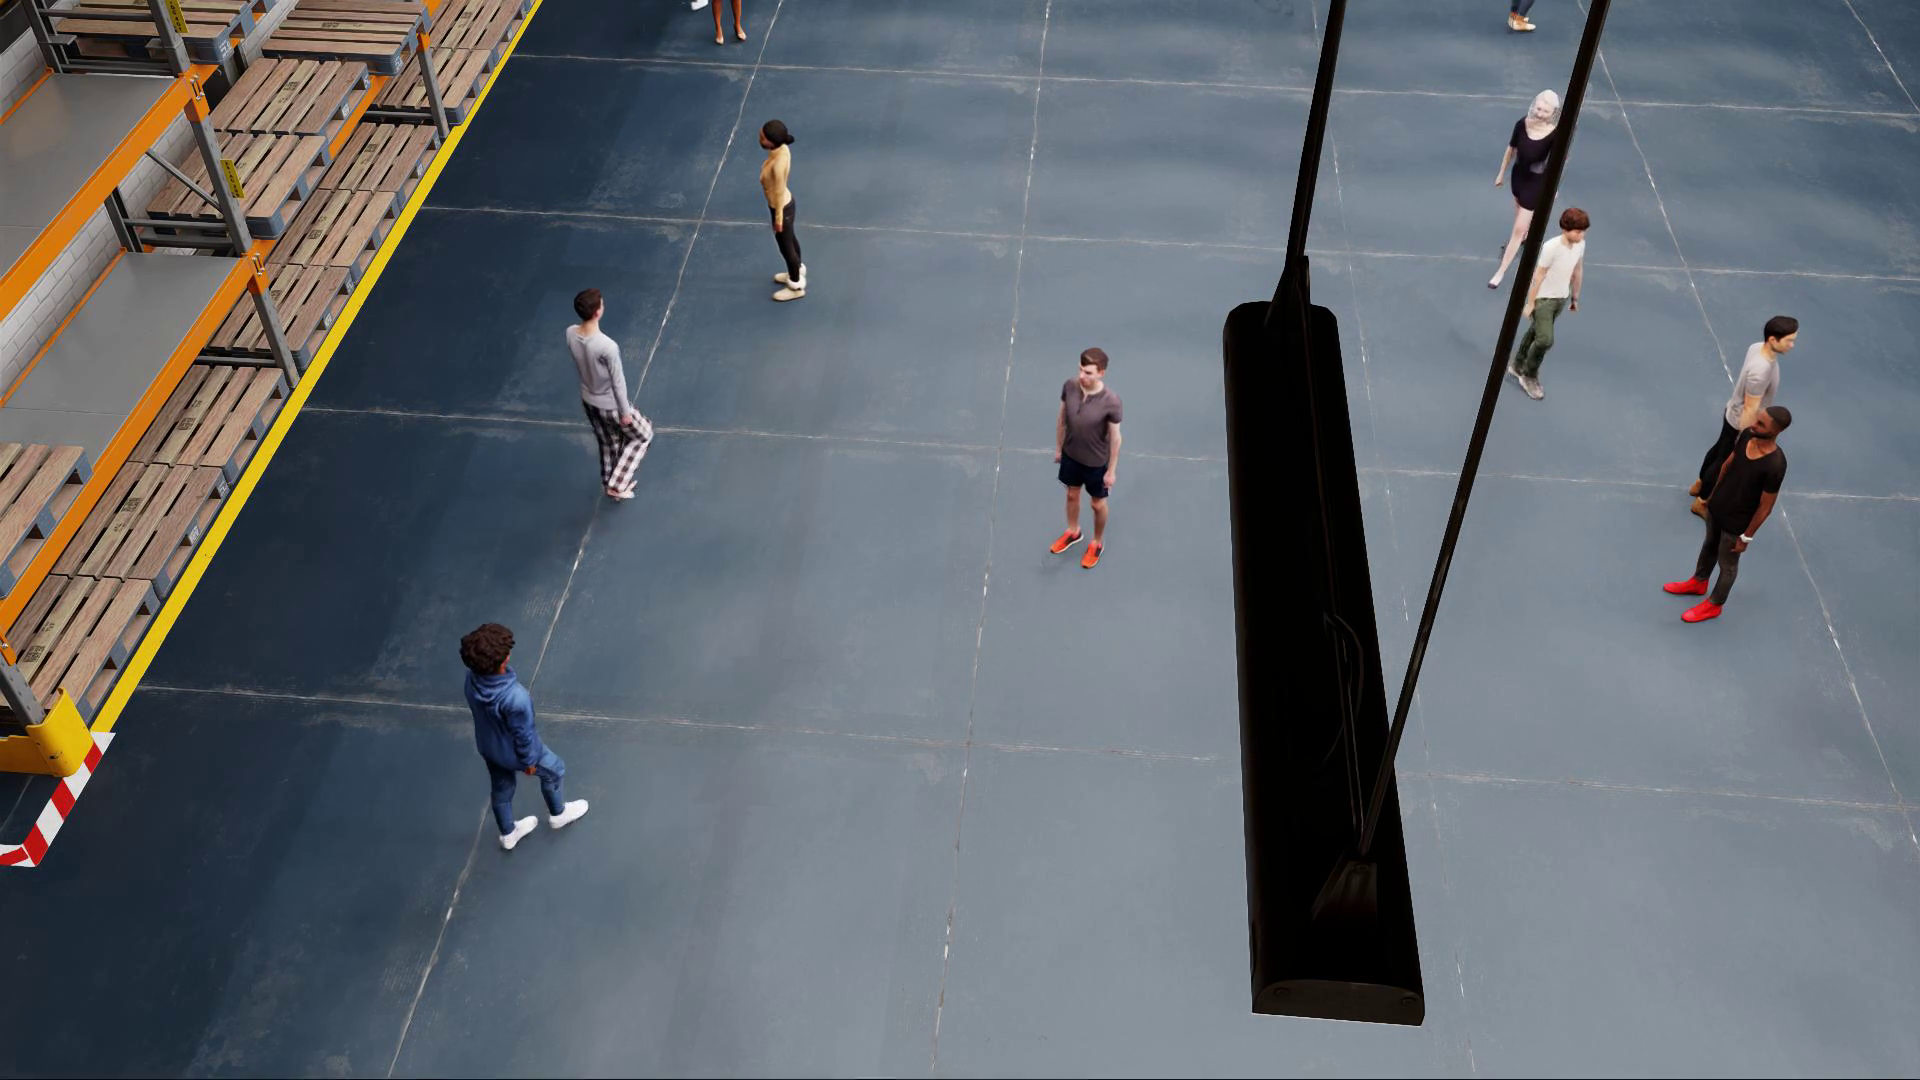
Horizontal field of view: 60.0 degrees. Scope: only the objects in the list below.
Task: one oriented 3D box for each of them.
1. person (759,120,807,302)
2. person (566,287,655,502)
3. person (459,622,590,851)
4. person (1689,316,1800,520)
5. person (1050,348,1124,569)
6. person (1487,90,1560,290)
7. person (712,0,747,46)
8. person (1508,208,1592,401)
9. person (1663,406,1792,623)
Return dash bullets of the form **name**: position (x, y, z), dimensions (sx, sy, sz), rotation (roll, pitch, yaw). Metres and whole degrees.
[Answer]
- **person**: position (-1.499, -2.811, 14.087), dimensions (0.658, 1.657, 0.507), rotation (-1, 44, -1)
- **person**: position (-2.606, -0.963, 12.015), dimensions (0.783, 1.839, 0.837), rotation (25, 49, 24)
- **person**: position (-2.705, 1.227, 9.753), dimensions (0.877, 1.789, 0.944), rotation (24, 49, 23)
- **person**: position (5.663, -0.904, 12.042), dimensions (0.725, 1.717, 0.576), rotation (16, 46, 17)
- **person**: position (0.896, -0.586, 11.611), dimensions (0.723, 1.851, 0.721), rotation (27, 50, 25)
- **person**: position (4.905, -3.075, 14.282), dimensions (1.276, 1.771, 1.173), rotation (-30, 51, -28)
- **person**: position (-2.473, -6.050, 17.466), dimensions (0.630, 1.686, 0.637), rotation (-14, 45, -15)
- **person**: position (4.617, -1.951, 13.192), dimensions (0.767, 1.647, 0.834), rotation (-21, 47, -21)
- **person**: position (5.242, -0.187, 11.227), dimensions (0.754, 1.804, 0.544), rotation (-6, 44, -6)
